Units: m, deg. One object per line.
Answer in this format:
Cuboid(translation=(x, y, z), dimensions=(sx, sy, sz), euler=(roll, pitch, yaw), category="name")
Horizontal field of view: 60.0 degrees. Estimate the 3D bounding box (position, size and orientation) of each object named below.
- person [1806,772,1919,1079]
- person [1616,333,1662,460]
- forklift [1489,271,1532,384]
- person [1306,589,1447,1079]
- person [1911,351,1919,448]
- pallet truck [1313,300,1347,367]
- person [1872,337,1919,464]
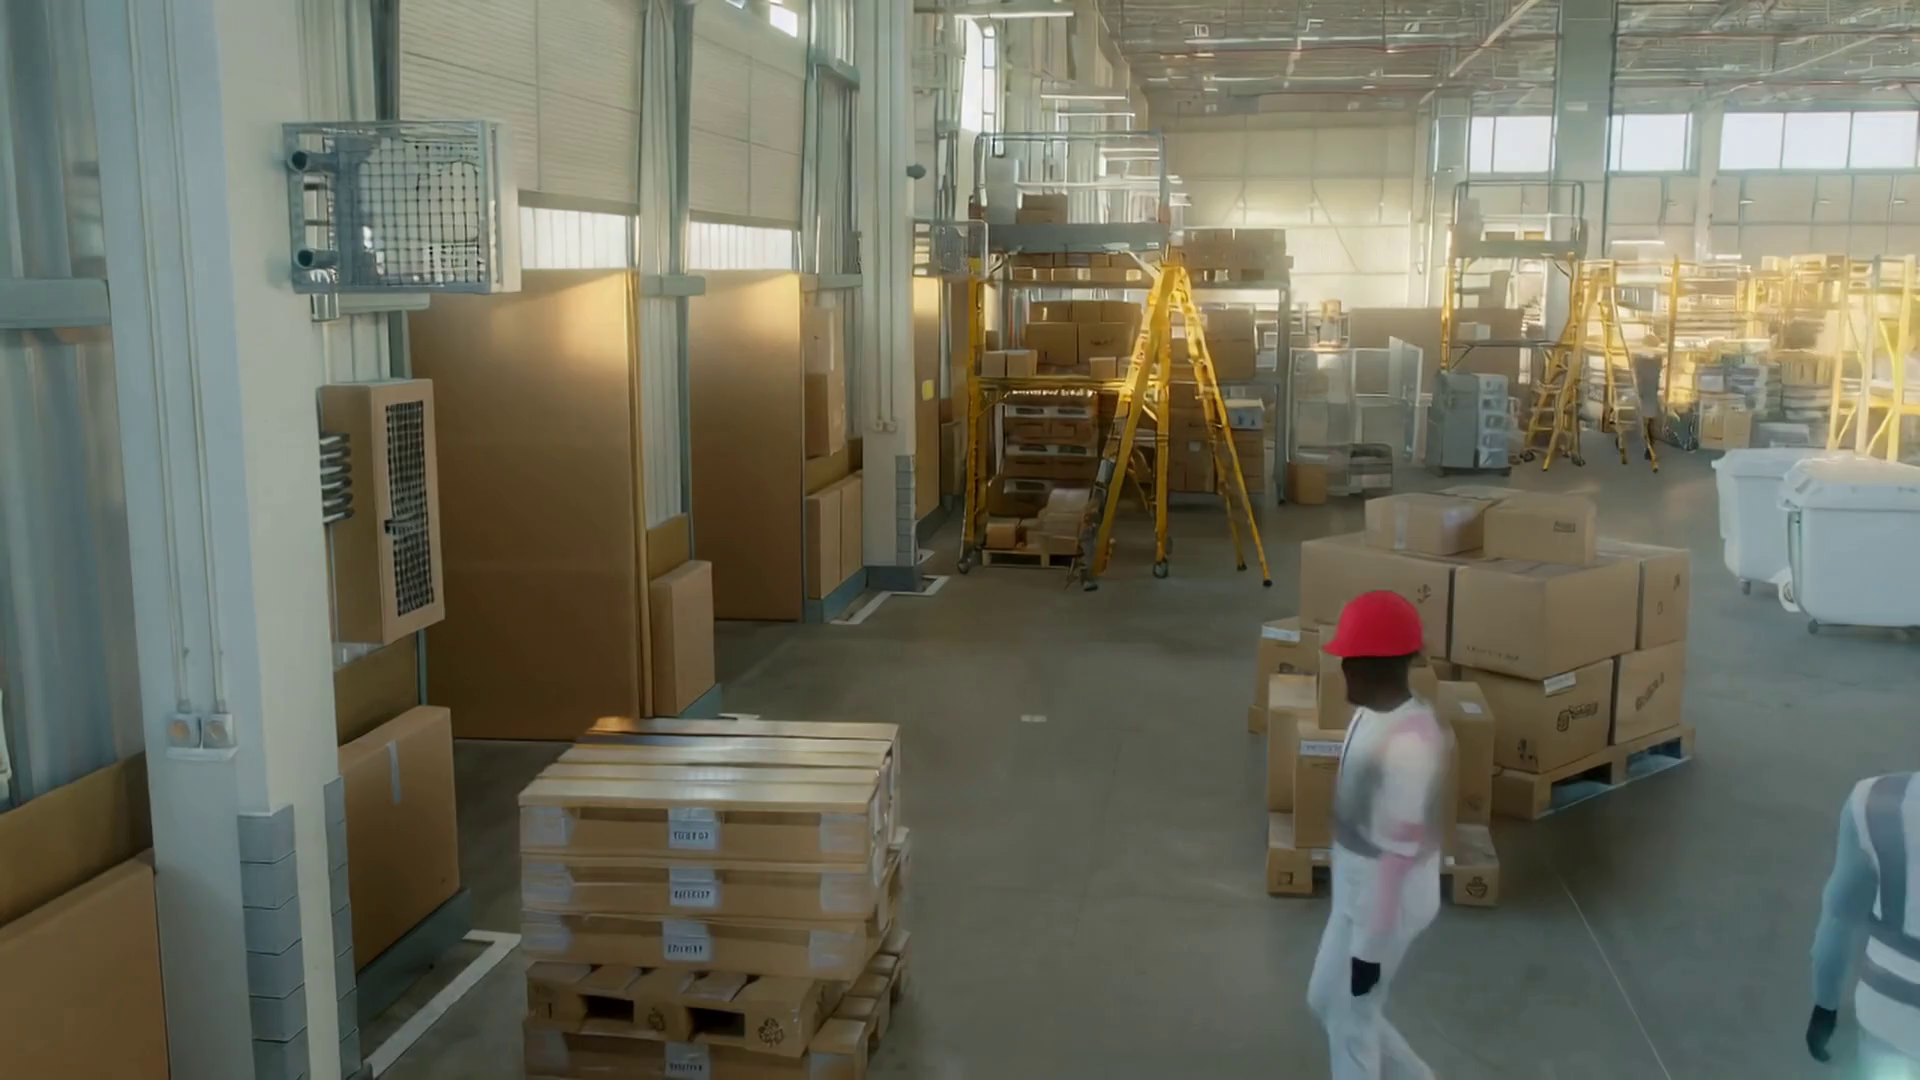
Cuboid(translation=(2.532, 1.216, 4.249), dimensions=(0.643, 1.908, 0.613), euler=(7, 11, 36), category="person")
Cuboid(translation=(10.334, -2.183, 25.210), dimensions=(0.555, 1.914, 0.768), euler=(-2, 10, -14), category="person")
Cuboid(translation=(13.422, -5.322, 41.591), dimensions=(1.873, 2.768, 1.129), euler=(1, 9, 9), category="forklift")
Cuboid(translation=(1.253, 1.084, 5.040), dimensions=(0.565, 1.912, 0.627), euler=(1, 9, 4), category="person")
Cuboid(translation=(15.513, -2.341, 26.730), dimensions=(0.323, 1.735, 0.490), euler=(4, 10, 25), category="person")
Cuboid(translation=(11.159, -6.200, 49.718), dimensions=(0.823, 1.965, 1.885), euler=(4, 10, 26), category="pallet truck")
Cuboid(translation=(13.729, -2.026, 24.338), dimensions=(1.041, 1.878, 0.646), euler=(-5, 10, -28), category="person")
